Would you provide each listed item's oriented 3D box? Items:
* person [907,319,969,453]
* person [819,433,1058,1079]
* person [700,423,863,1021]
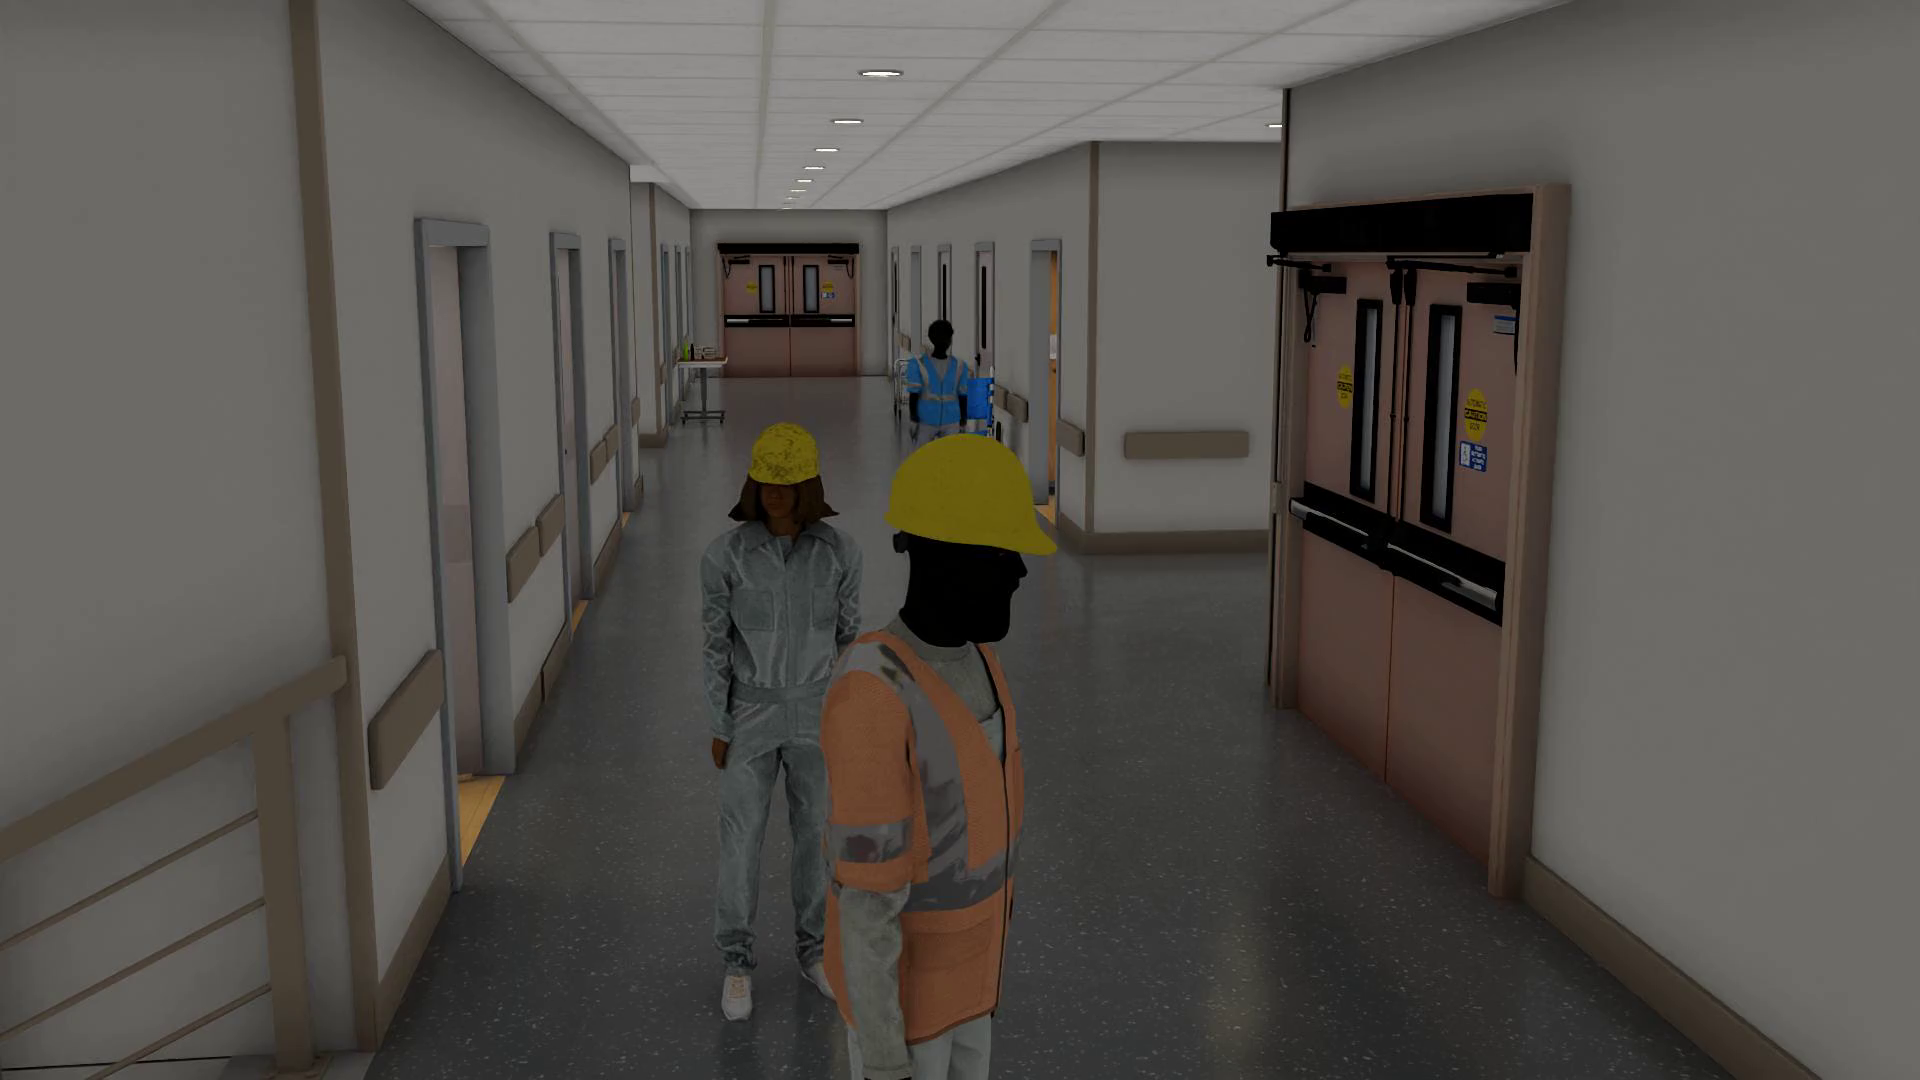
[{"bbox_3d":[-0.182,-0.993,13.849,0.557,1.692,0.521,-3,10,-15],"label":"person"},{"bbox_3d":[-0.031,0.767,2.932,0.393,1.918,0.585,4,10,20],"label":"person"},{"bbox_3d":[-0.504,0.524,4.859,0.487,1.741,0.313,-4,10,-20],"label":"person"}]
